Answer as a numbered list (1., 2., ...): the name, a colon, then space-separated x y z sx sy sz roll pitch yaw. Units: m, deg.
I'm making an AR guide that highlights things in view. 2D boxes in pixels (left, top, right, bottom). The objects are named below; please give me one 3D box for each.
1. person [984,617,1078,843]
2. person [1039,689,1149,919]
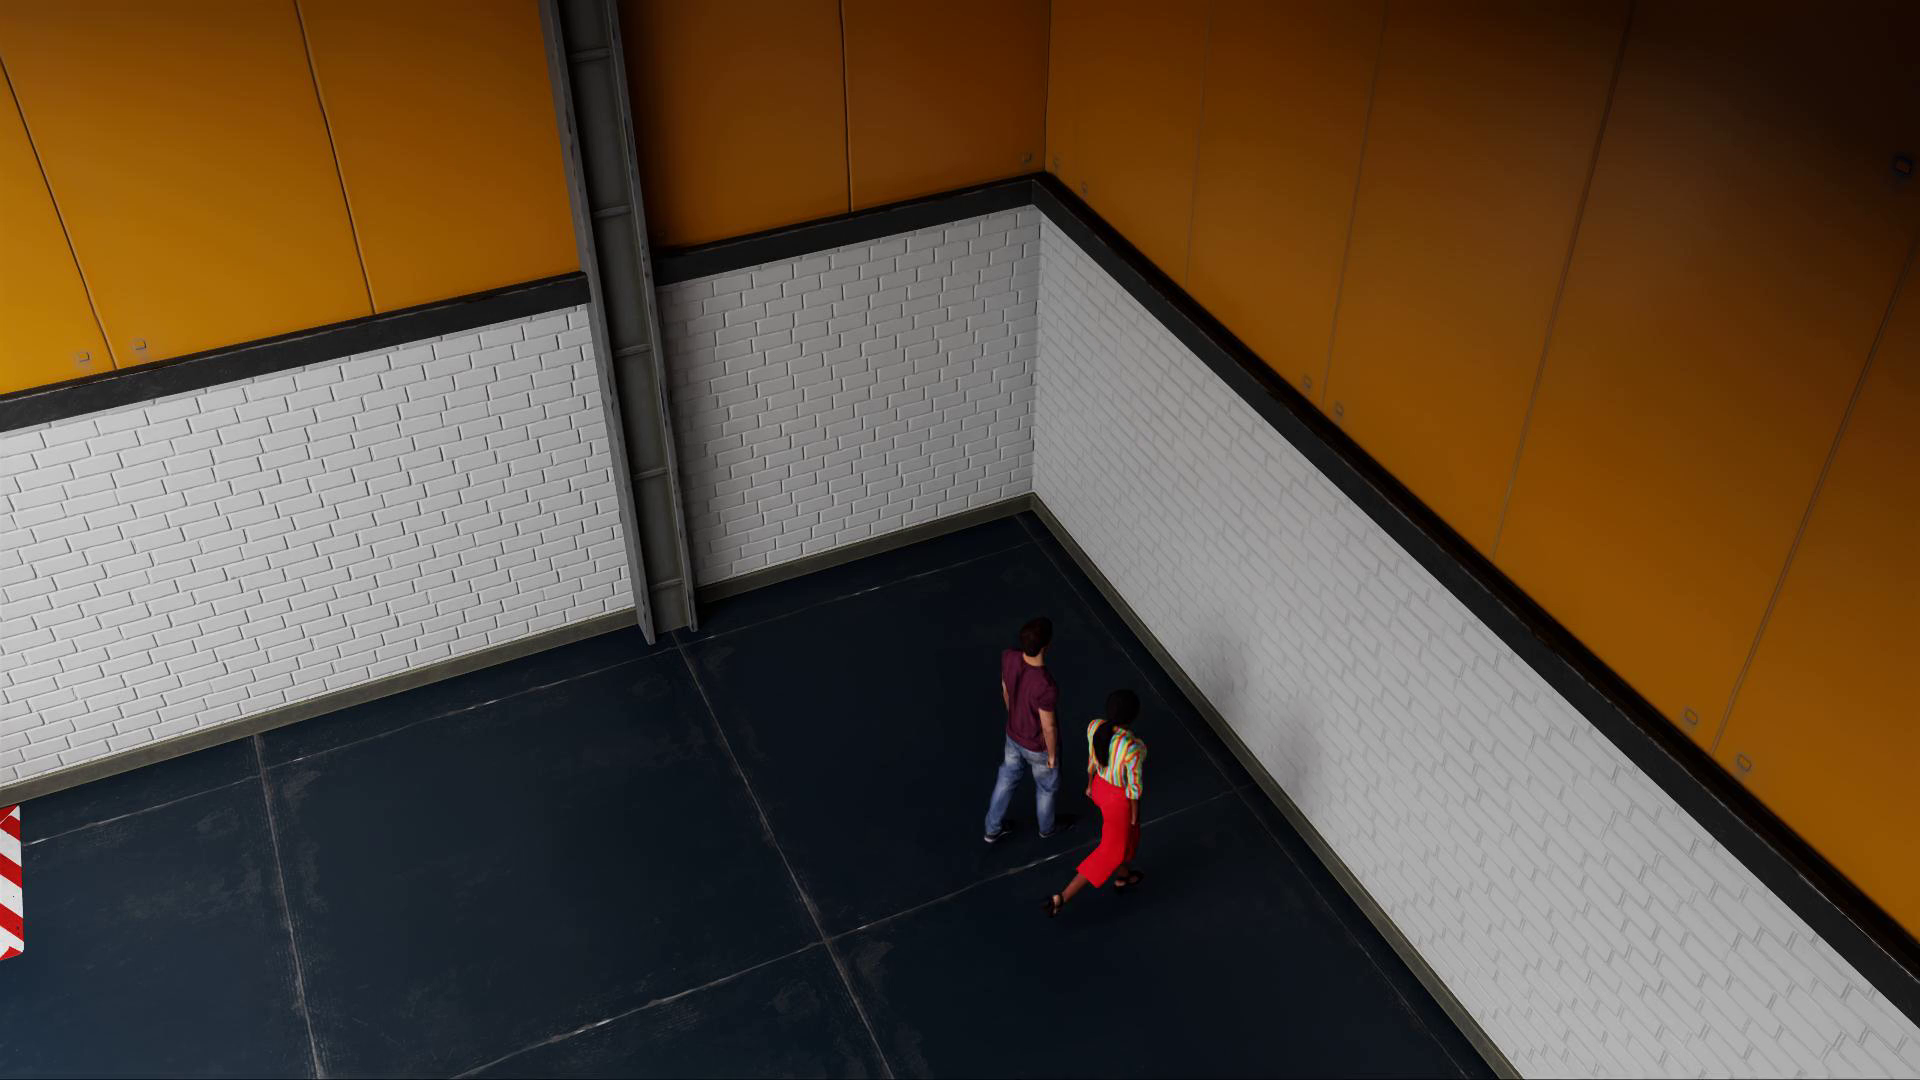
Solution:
1. person: 0.411 1.220 10.452 0.929 1.854 0.795 -29 47 -31
2. person: 0.849 1.636 10.005 1.112 1.763 0.709 -24 45 -27
